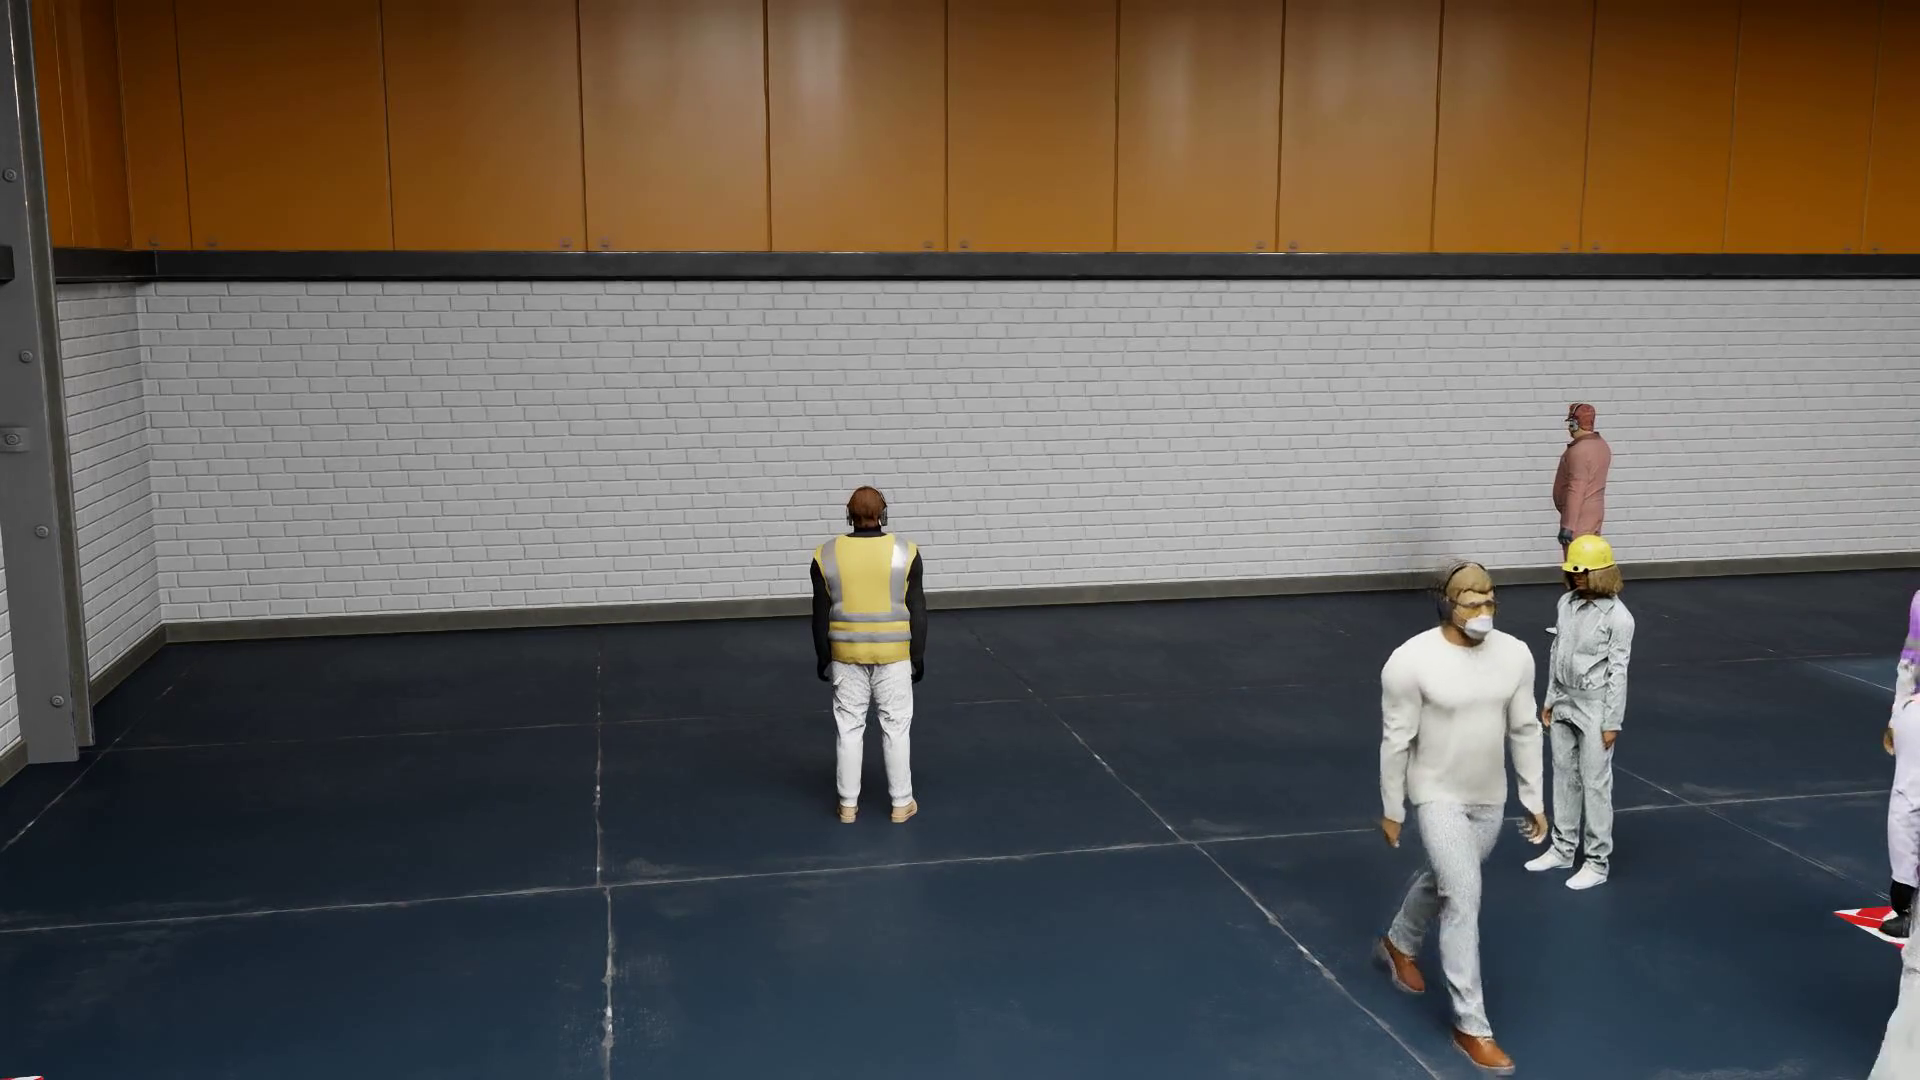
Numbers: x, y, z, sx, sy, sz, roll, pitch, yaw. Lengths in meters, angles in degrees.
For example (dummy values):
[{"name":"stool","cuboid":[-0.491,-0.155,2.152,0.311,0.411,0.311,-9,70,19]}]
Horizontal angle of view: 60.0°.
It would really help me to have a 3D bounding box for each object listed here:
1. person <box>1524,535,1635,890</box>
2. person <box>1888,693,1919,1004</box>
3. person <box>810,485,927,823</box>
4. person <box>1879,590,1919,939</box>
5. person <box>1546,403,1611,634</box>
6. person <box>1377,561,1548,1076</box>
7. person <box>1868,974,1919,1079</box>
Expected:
[{"name":"person","cuboid":[3.021,0.827,8.080,0.314,1.732,0.484,-3,10,-19]},{"name":"person","cuboid":[3.525,1.160,5.717,0.634,1.841,0.429,1,9,6]},{"name":"person","cuboid":[-0.484,0.621,8.998,0.622,1.845,0.429,0,9,3]},{"name":"person","cuboid":[4.562,0.828,7.542,0.835,1.913,0.550,-3,10,-18]},{"name":"person","cuboid":[5.052,-0.168,13.622,0.400,1.905,0.643,8,12,39]},{"name":"person","cuboid":[1.936,0.999,6.555,0.652,1.892,1.003,-3,10,-18]},{"name":"person","cuboid":[3.274,1.228,5.247,1.007,1.876,0.595,9,13,42]}]
